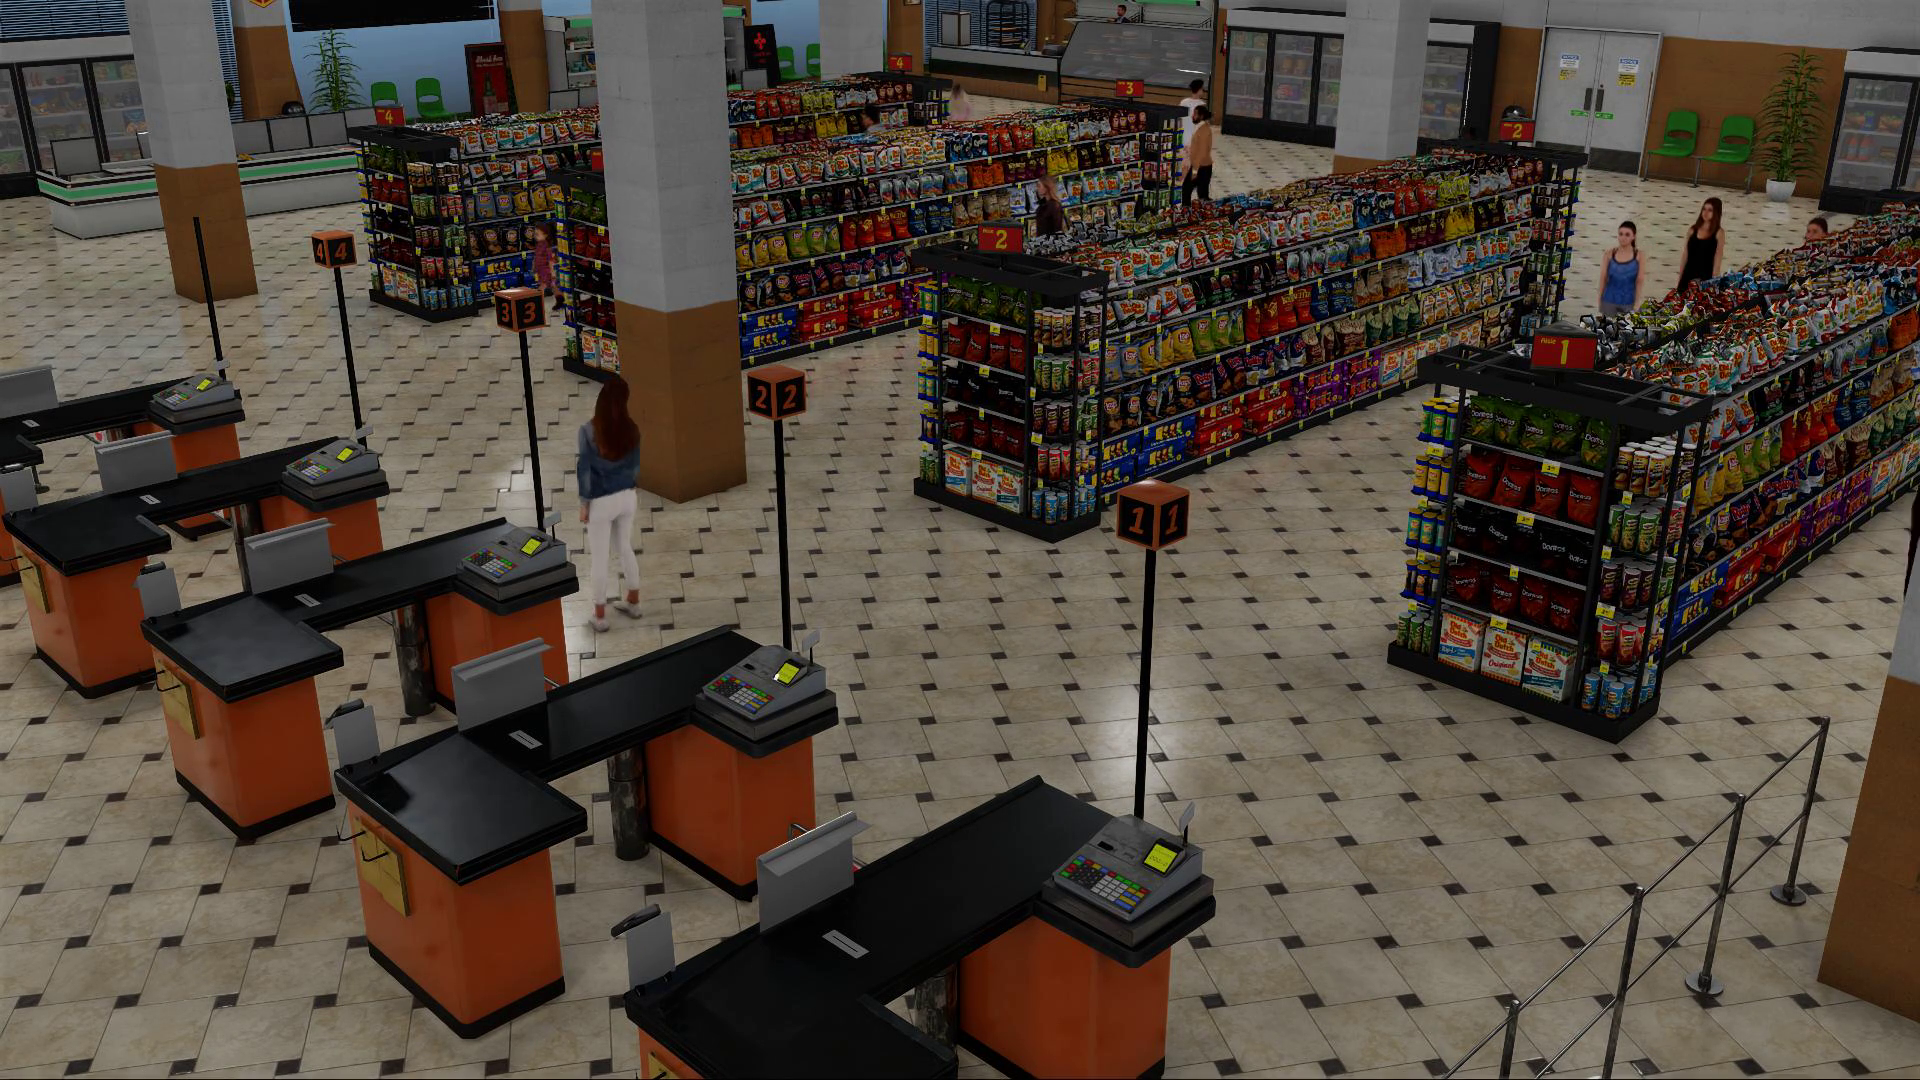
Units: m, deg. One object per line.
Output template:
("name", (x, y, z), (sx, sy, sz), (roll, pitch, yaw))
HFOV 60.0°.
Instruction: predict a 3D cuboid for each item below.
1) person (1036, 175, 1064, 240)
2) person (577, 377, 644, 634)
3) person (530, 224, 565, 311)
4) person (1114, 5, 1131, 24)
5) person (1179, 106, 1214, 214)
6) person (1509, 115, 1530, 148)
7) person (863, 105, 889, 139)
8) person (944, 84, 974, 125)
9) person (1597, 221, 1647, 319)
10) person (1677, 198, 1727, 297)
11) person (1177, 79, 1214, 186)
("person", (0.984, -3.117, 18.062), (0.643, 1.702, 0.667), (-8, 23, -19))
("person", (-2.270, -0.233, 10.911), (0.702, 1.682, 0.515), (15, 26, 33))
("person", (-4.687, -3.090, 18.927), (0.731, 1.007, 0.434), (-20, 29, -40))
("person", (3.719, -11.424, 38.513), (0.614, 1.868, 0.570), (20, 30, 41))
("person", (3.384, -5.081, 22.907), (0.964, 1.734, 0.885), (-4, 22, -9))
("person", (7.525, -4.895, 22.519), (0.665, 1.677, 0.470), (20, 29, 41))
("person", (-1.080, -4.704, 21.705), (0.819, 1.930, 0.670), (9, 24, 22))
("person", (-0.035, -6.152, 25.688), (1.064, 1.647, 1.181), (2, 22, 5))
("person", (6.431, -2.305, 16.184), (0.733, 1.596, 0.947), (11, 24, 25))
("person", (7.487, -2.571, 16.733), (1.139, 1.680, 0.627), (-19, 29, -39))
("person", (3.483, -6.089, 25.411), (1.119, 1.736, 0.742), (-17, 27, -36))
